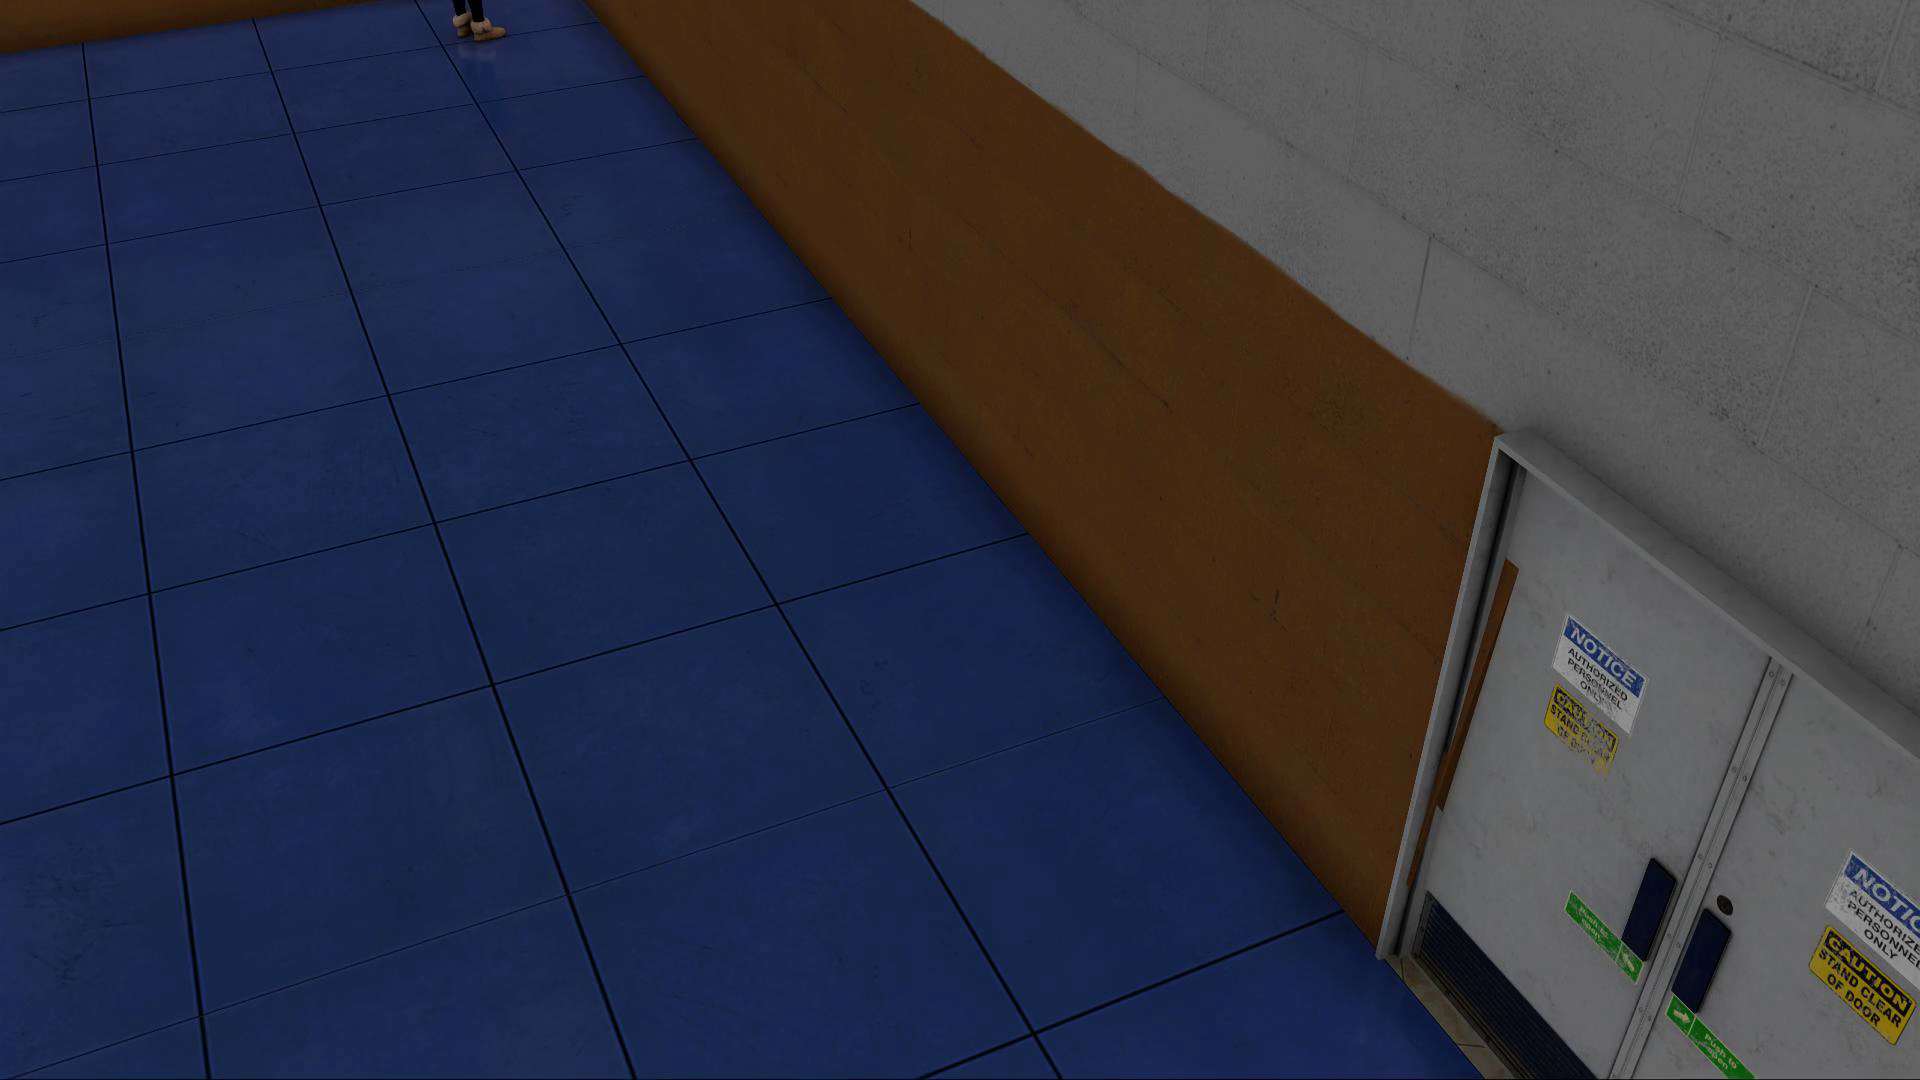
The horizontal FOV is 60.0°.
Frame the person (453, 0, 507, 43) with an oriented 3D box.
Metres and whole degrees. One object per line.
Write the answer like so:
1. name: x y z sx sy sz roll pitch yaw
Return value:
1. person: -4.003 -4.852 13.303 0.675 1.659 0.681 25 43 29
